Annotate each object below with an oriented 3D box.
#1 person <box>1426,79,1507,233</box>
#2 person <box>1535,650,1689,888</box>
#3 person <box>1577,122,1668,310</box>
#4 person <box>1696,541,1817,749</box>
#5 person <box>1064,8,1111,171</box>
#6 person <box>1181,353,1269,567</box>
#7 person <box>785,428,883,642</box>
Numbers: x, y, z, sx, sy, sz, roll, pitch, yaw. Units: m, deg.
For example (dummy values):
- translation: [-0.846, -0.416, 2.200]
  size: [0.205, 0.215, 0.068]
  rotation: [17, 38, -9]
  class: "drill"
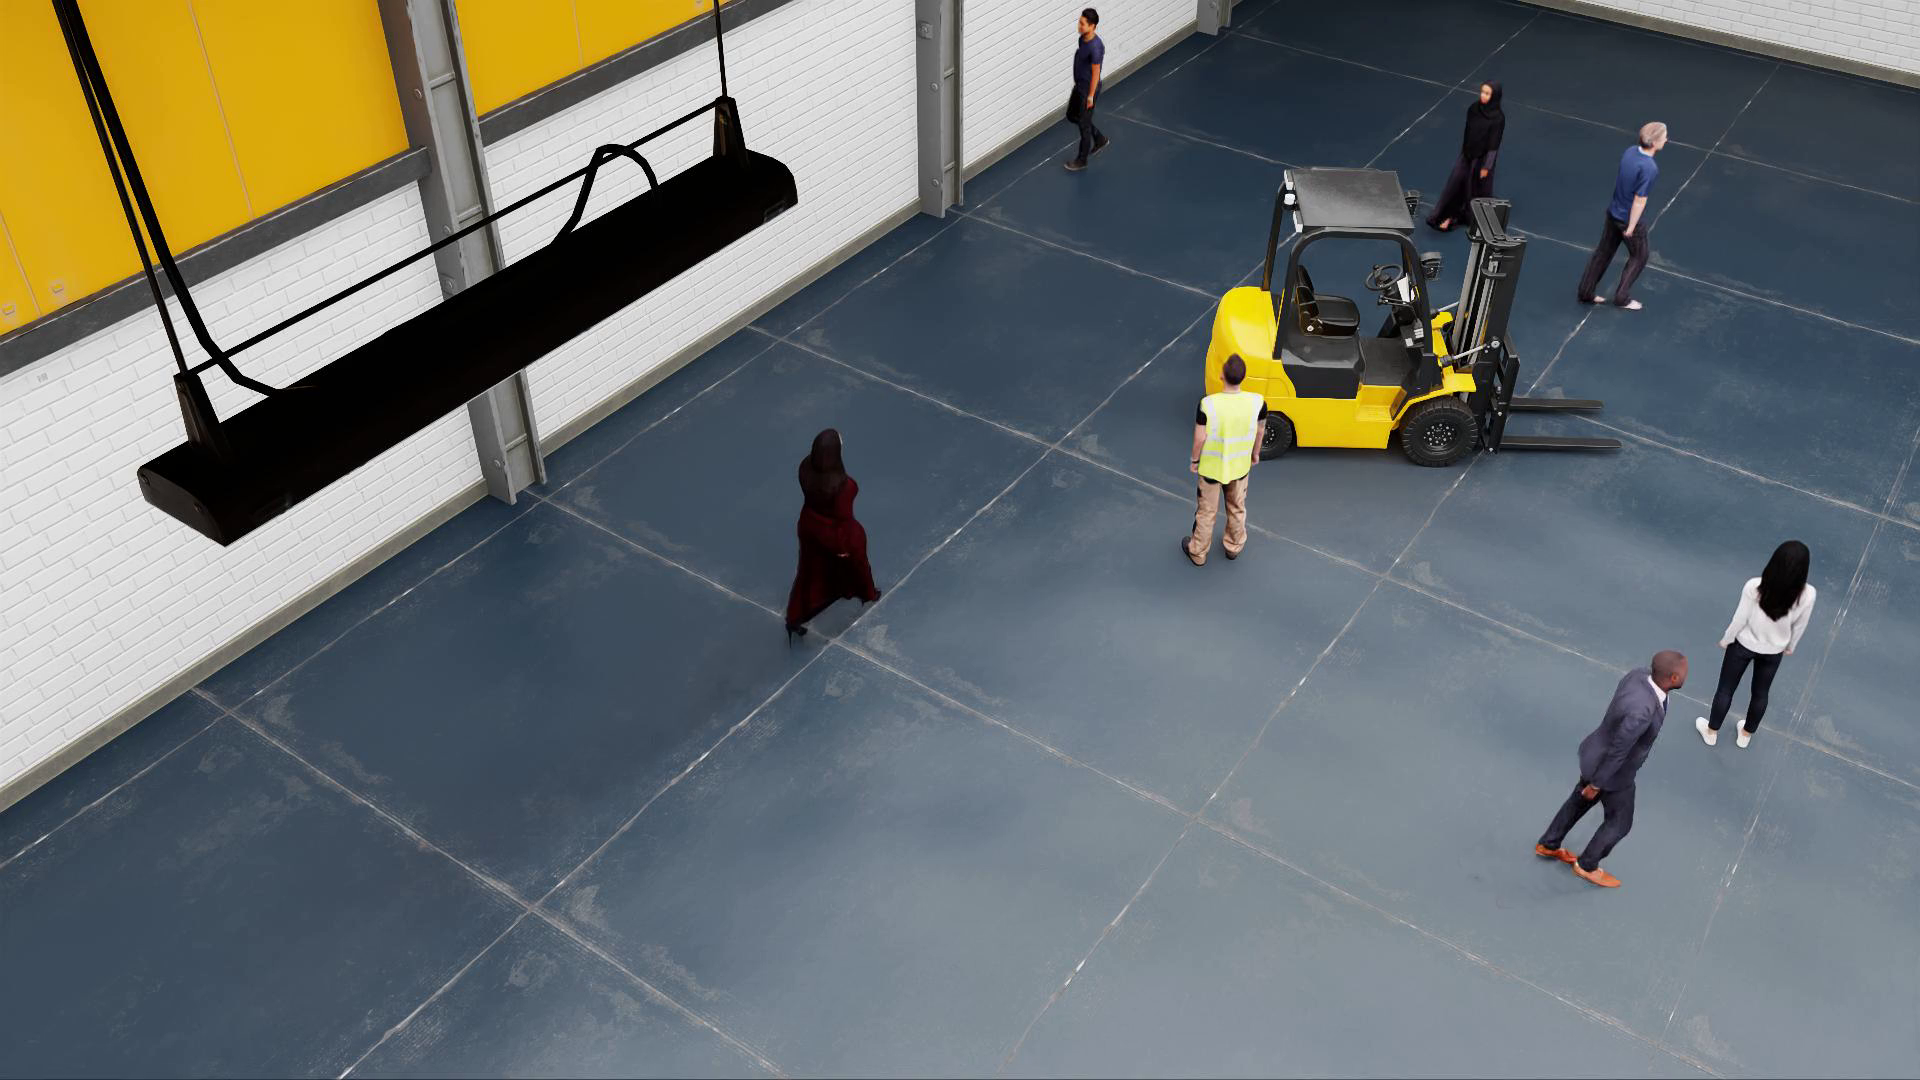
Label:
- translation: [5.241, -3.854, 16.649]
  size: [1.160, 1.607, 0.846]
  rotation: [-26, 45, -28]
  class: "person"
- translation: [3.838, 1.355, 9.976]
  size: [0.888, 1.795, 0.805]
  rotation: [17, 42, 20]
  class: "person"
- translation: [6.059, -2.975, 15.352]
  size: [0.947, 1.853, 0.887]
  rotation: [-8, 39, -10]
  class: "person"
- translation: [5.229, 0.688, 10.888]
  size: [0.701, 1.699, 0.699]
  rotation: [6, 39, 8]
  class: "person"
- translation: [1.417, -4.811, 17.708]
  size: [0.949, 1.781, 0.883]
  rotation: [-11, 40, -13]
  class: "person"
- translation: [1.965, -0.592, 12.372]
  size: [0.855, 1.848, 0.914]
  rotation: [-6, 39, -7]
  class: "person"
- translation: [-0.994, -0.001, 11.739]
  size: [0.676, 1.714, 1.065]
  rotation: [26, 45, 29]
  class: "person"
